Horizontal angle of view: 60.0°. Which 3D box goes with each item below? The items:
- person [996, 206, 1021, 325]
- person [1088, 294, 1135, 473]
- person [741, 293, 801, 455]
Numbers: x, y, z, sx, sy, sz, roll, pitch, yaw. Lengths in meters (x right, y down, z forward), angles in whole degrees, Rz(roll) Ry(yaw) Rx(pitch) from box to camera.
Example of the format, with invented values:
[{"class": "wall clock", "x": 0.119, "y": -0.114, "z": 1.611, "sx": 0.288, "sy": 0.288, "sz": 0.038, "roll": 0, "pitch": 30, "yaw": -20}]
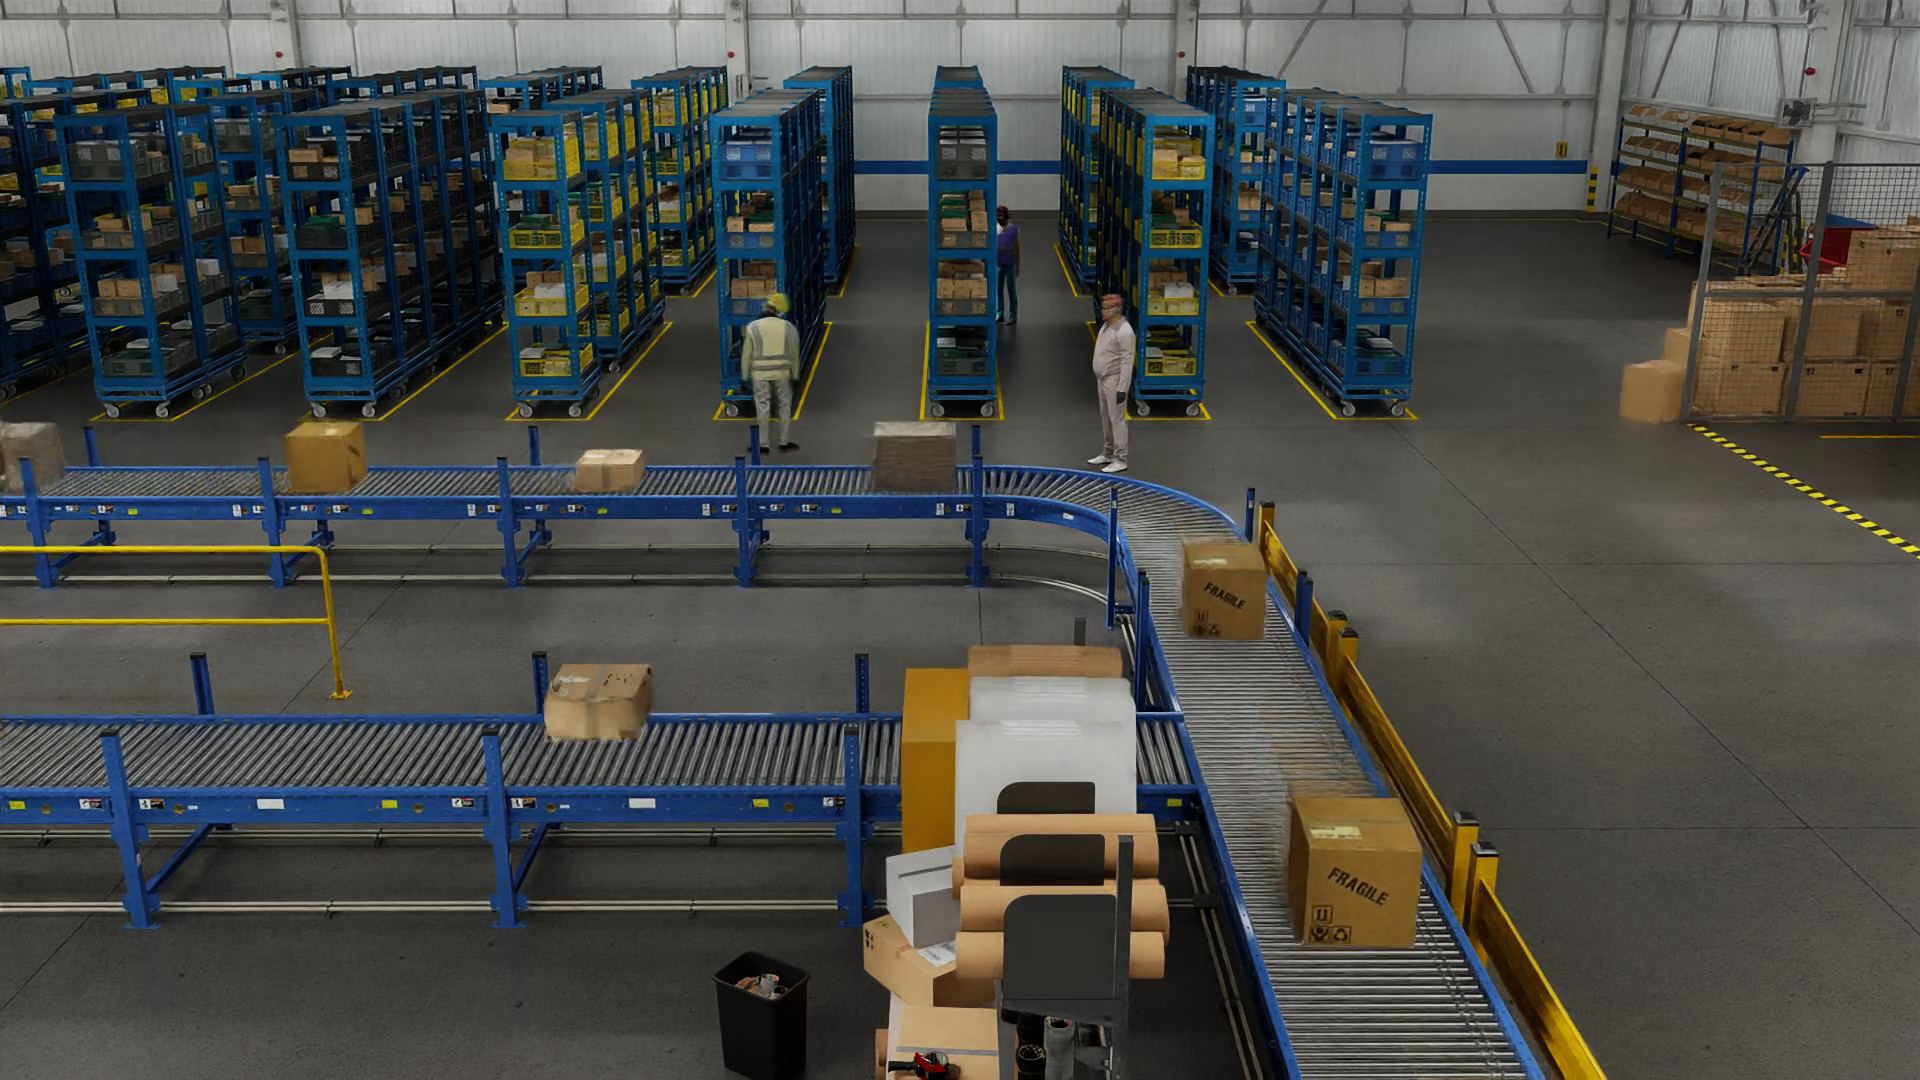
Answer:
[{"class": "person", "x": 0.688, "y": -4.268, "z": 25.827, "sx": 0.572, "sy": 1.831, "sz": 0.405, "roll": 10, "pitch": 21, "yaw": 29}, {"class": "person", "x": 1.602, "y": -1.673, "z": 17.713, "sx": 0.403, "sy": 1.904, "sz": 0.651, "roll": -5, "pitch": 19, "yaw": -16}, {"class": "person", "x": -2.085, "y": -1.815, "z": 18.340, "sx": 0.676, "sy": 1.795, "sz": 0.404, "roll": -5, "pitch": 19, "yaw": -15}]
